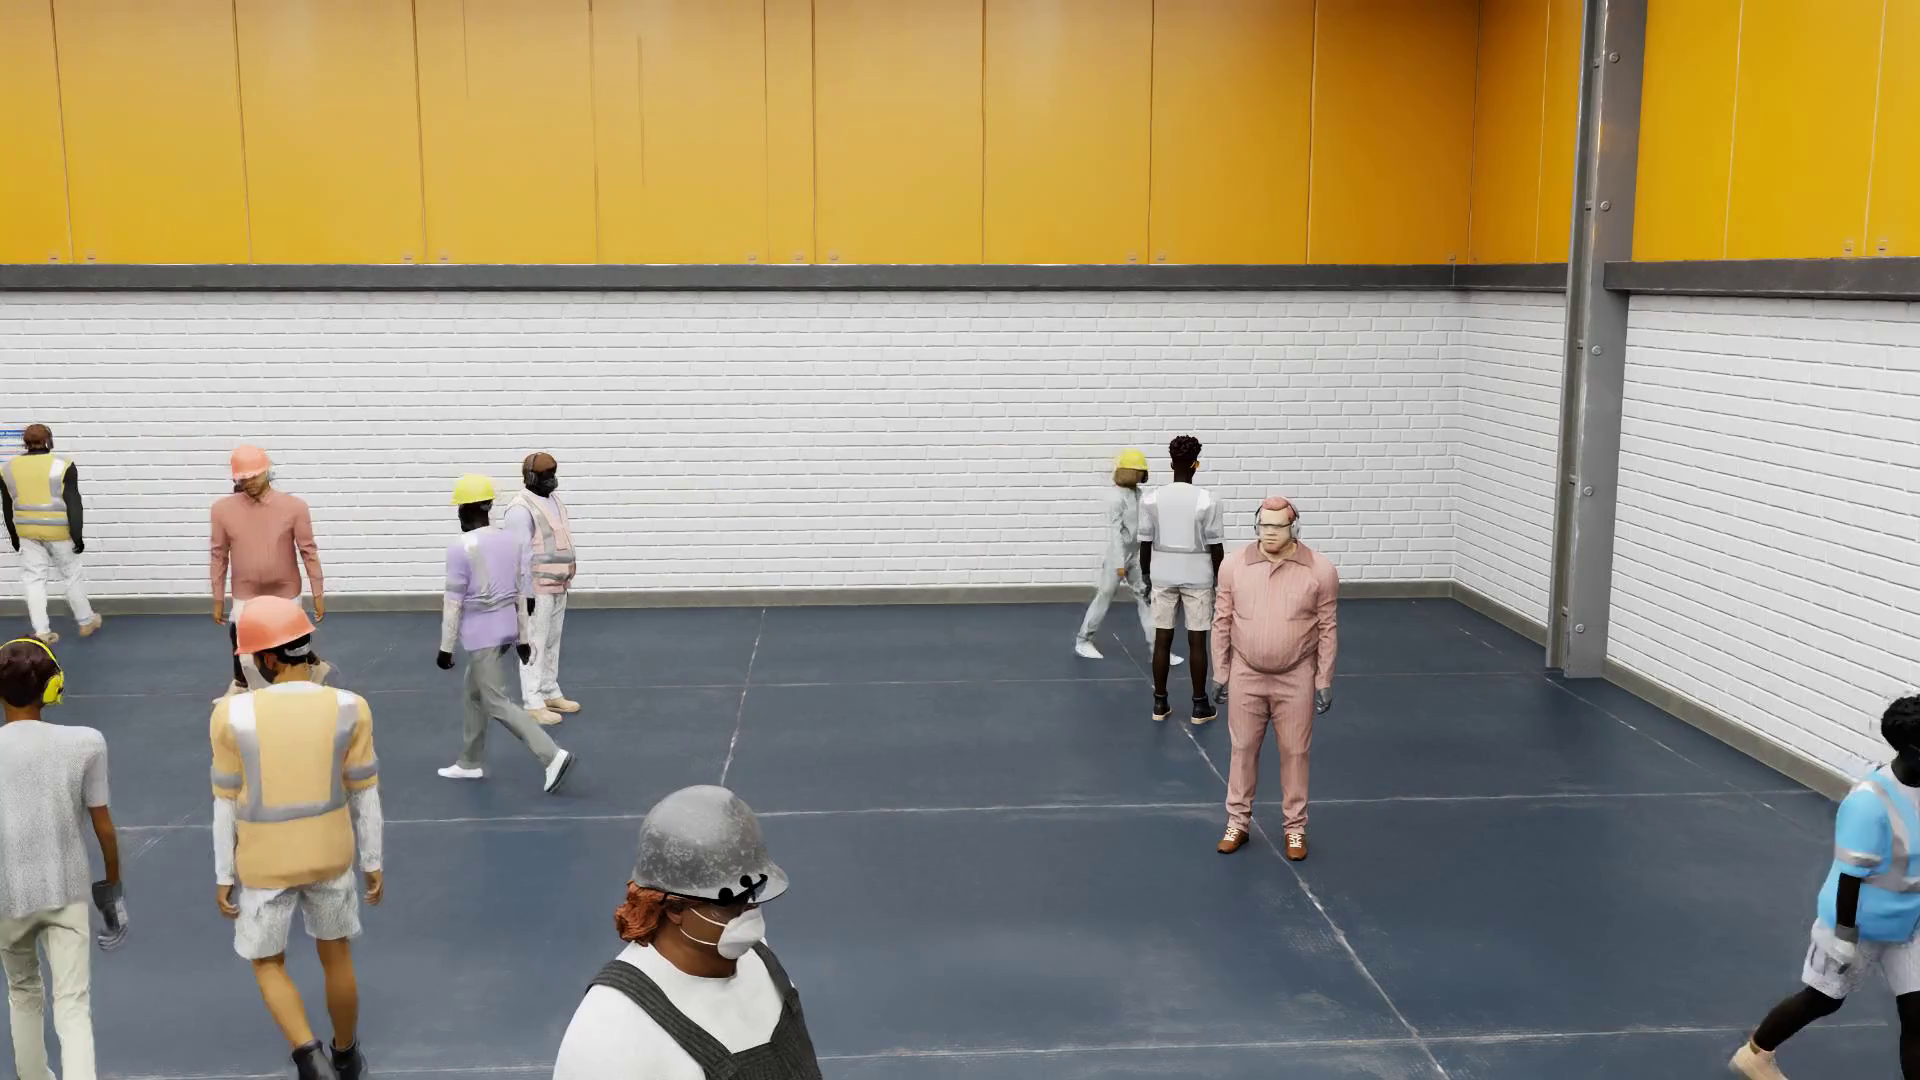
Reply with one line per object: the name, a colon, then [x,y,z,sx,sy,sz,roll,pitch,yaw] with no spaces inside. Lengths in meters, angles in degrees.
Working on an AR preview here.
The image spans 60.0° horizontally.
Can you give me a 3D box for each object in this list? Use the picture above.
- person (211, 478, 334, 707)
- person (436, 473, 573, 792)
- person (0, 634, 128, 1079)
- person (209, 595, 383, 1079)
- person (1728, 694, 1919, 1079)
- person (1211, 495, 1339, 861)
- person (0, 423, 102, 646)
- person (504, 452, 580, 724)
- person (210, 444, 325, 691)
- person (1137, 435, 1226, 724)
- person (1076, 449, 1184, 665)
person: [-4.911,0.331,11.800,0.793,1.665,0.532,-8,12,-41]
person: [-2.713,0.547,9.794,0.936,1.887,0.577,3,9,16]
person: [-3.111,1.240,5.623,0.516,1.833,0.942,-5,10,-27]
person: [-2.340,1.145,5.925,0.580,1.910,0.678,-5,10,-30]
person: [3.161,1.297,5.815,0.575,1.642,0.866,-5,10,-27]
person: [1.622,0.713,8.664,0.651,1.905,0.409,3,9,17]
person: [-7.526,-0.062,13.786,0.658,1.816,0.759,-1,9,-6]
person: [-2.834,0.317,11.346,0.429,1.842,0.633,2,9,9]
person: [-4.446,0.353,10.697,0.671,1.974,0.440,-3,10,-19]
person: [1.506,0.265,11.281,0.602,1.967,0.366,4,10,22]
person: [1.296,0.128,13.003,0.913,1.693,0.505,7,11,36]
